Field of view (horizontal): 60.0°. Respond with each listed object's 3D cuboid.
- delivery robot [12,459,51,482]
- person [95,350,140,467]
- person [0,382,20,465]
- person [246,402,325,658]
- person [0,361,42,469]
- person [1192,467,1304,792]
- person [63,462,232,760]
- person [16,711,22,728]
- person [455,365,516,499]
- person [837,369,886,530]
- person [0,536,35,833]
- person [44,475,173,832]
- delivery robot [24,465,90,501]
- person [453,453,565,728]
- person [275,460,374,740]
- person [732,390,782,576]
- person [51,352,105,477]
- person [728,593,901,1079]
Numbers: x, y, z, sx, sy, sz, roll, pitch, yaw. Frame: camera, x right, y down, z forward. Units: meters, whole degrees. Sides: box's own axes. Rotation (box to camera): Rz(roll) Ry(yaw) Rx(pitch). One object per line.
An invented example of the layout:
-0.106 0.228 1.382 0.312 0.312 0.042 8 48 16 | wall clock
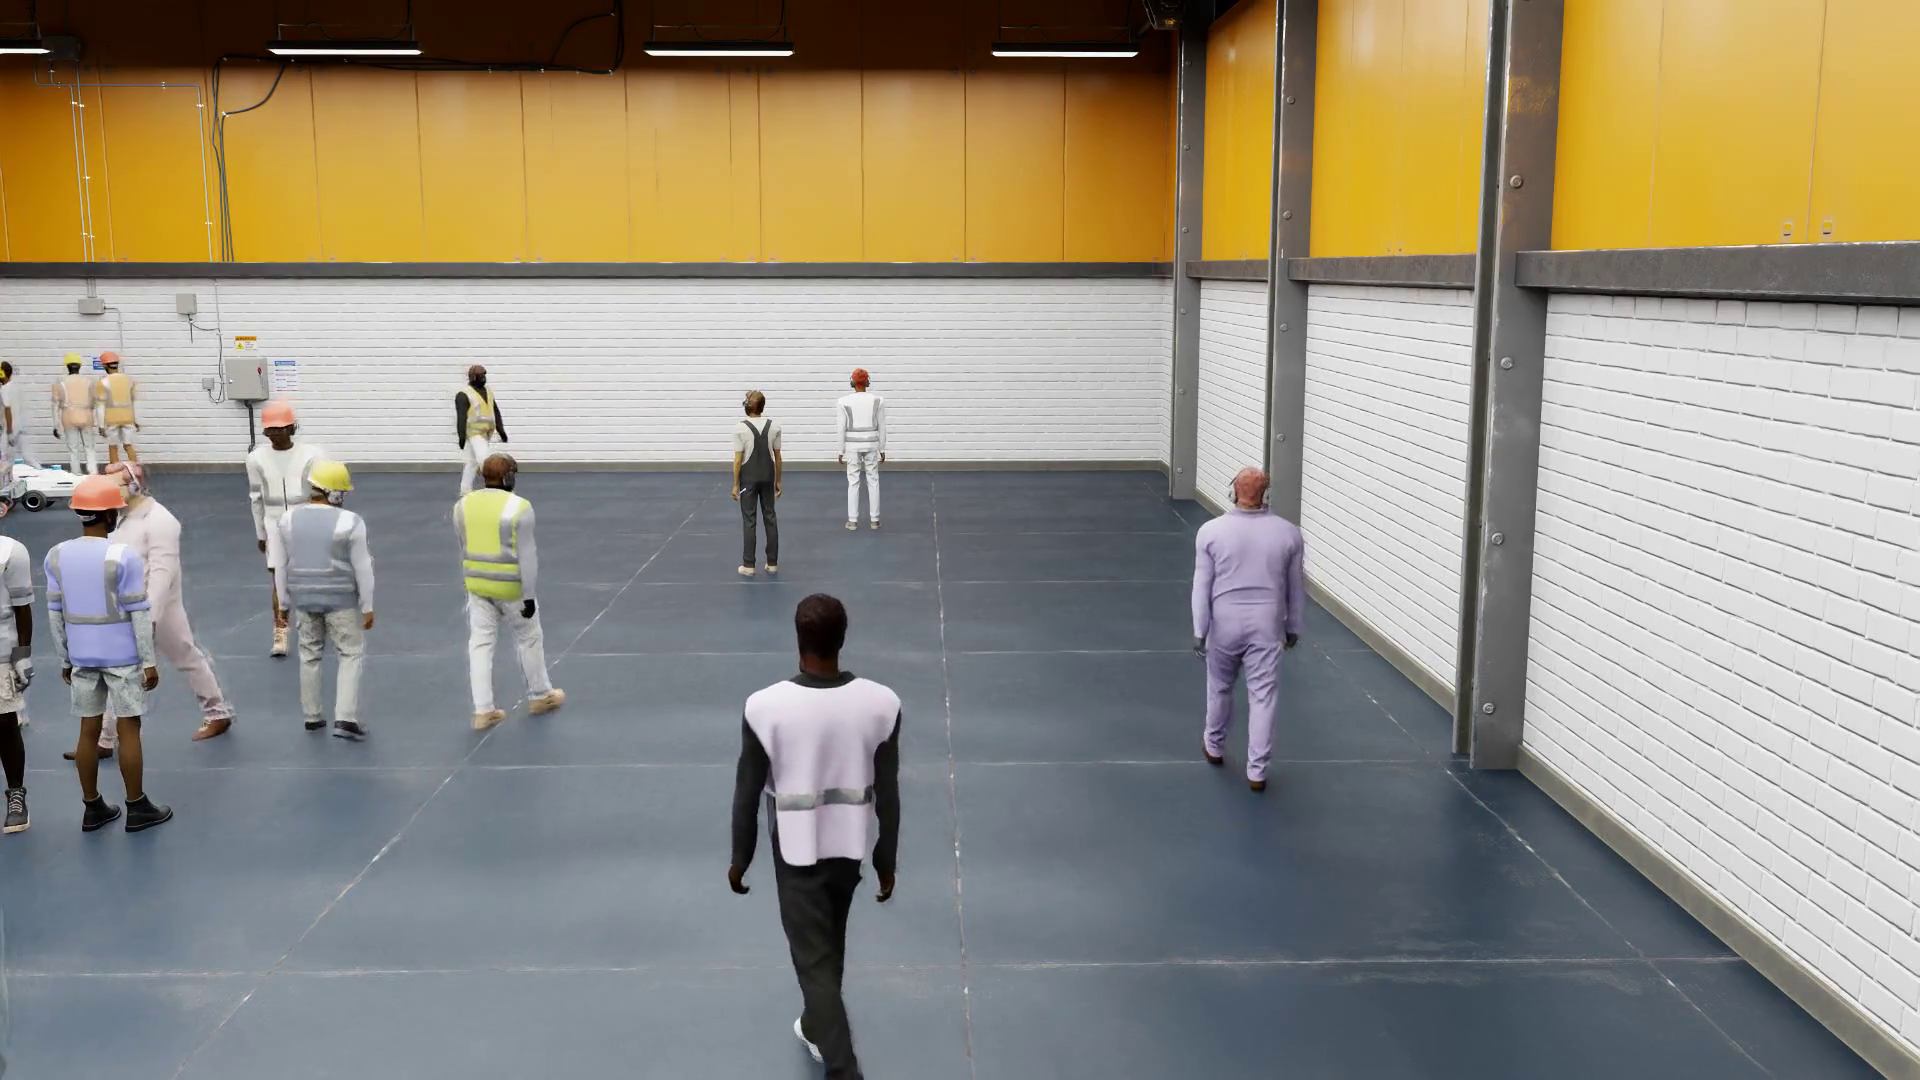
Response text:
-12.230 -0.808 21.636 0.707 0.478 0.477 -2 9 -14 | delivery robot
-11.563 -1.645 22.907 0.596 1.917 0.588 8 12 39 | person
-13.070 -1.467 22.733 0.766 1.596 0.576 -2 10 -13 | person
-5.340 -0.112 13.286 0.631 1.997 1.045 -2 9 -12 | person
-12.599 -1.467 22.139 0.950 1.825 0.549 -1 9 -4 | person
1.702 0.495 9.920 0.676 1.862 0.929 0 9 2 | person
-5.106 0.427 10.453 0.642 1.856 1.053 5 10 27 | person
-6.381 0.478 10.486 0.540 1.706 0.908 4 10 21 | person
-6.199 -1.376 21.610 0.969 1.788 0.639 3 10 20 | person
-1.143 -1.054 19.371 0.576 1.883 0.355 -2 9 -10 | person
-5.286 0.610 8.910 0.606 1.967 0.367 -3 10 -15 | person
-4.590 0.615 8.969 0.551 1.936 0.356 1 9 6 | person
-11.381 -0.702 20.987 0.707 0.478 0.477 -2 9 -13 | delivery robot
-3.035 0.312 11.205 0.650 1.806 0.854 3 10 19 | person
-4.110 0.406 10.706 0.646 1.810 0.515 1 9 4 | person
-2.011 -0.565 16.483 0.513 1.846 0.336 -5 10 -27 | person
-12.071 -1.619 22.767 0.629 1.905 0.463 -6 11 -33 | person
-0.500 1.127 6.039 0.606 1.877 0.977 -4 10 -24 | person
